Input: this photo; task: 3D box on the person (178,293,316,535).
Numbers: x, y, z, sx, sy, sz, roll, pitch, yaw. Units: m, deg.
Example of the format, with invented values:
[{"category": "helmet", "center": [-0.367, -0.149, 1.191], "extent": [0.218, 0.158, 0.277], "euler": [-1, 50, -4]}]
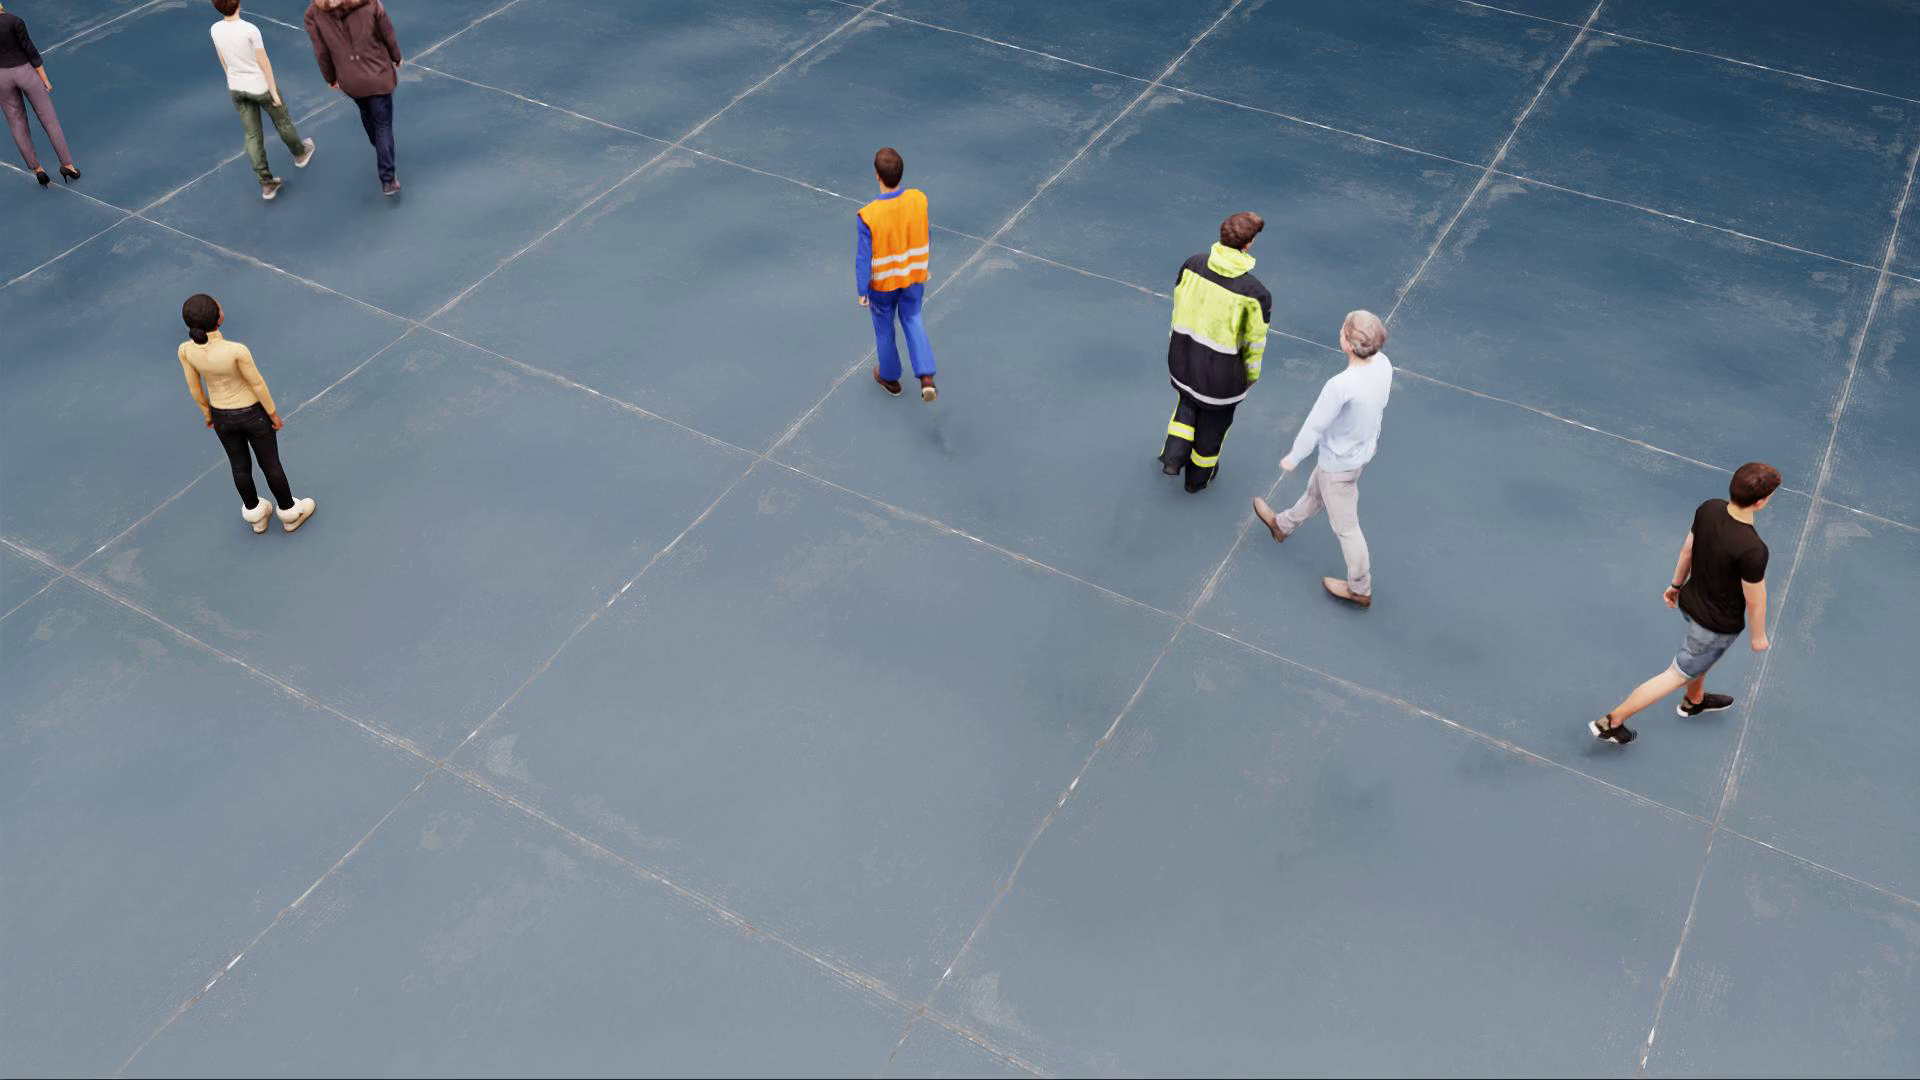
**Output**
[{"category": "person", "center": [-4.253, -0.738, 9.805], "extent": [0.685, 1.659, 0.695], "euler": [0, 42, 0]}]

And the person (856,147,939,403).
[{"category": "person", "center": [-0.372, -1.623, 10.635], "extent": [1.035, 1.853, 1.039], "euler": [-19, 46, -20]}]

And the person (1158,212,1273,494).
[{"category": "person", "center": [1.459, -1.049, 9.920], "extent": [0.806, 1.964, 0.777], "euler": [25, 48, 25]}]

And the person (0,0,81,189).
[{"category": "person", "center": [-7.284, -3.515, 12.857], "extent": [0.680, 1.667, 0.743], "euler": [-11, 43, -12]}]

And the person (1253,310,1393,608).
[{"category": "person", "center": [2.213, -0.397, 9.294], "extent": [0.945, 1.842, 1.205], "euler": [33, 52, 31]}]

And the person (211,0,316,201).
[{"category": "person", "center": [-5.452, -3.401, 12.761], "extent": [0.889, 1.627, 1.084], "euler": [2, 42, 2]}]

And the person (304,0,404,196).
[{"category": "person", "center": [-4.575, -3.522, 12.764], "extent": [1.188, 1.804, 1.327], "euler": [-4, 42, -5]}]

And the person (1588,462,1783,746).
[{"category": "person", "center": [3.722, 0.388, 8.447], "extent": [1.191, 1.818, 1.180], "euler": [-7, 43, -8]}]
